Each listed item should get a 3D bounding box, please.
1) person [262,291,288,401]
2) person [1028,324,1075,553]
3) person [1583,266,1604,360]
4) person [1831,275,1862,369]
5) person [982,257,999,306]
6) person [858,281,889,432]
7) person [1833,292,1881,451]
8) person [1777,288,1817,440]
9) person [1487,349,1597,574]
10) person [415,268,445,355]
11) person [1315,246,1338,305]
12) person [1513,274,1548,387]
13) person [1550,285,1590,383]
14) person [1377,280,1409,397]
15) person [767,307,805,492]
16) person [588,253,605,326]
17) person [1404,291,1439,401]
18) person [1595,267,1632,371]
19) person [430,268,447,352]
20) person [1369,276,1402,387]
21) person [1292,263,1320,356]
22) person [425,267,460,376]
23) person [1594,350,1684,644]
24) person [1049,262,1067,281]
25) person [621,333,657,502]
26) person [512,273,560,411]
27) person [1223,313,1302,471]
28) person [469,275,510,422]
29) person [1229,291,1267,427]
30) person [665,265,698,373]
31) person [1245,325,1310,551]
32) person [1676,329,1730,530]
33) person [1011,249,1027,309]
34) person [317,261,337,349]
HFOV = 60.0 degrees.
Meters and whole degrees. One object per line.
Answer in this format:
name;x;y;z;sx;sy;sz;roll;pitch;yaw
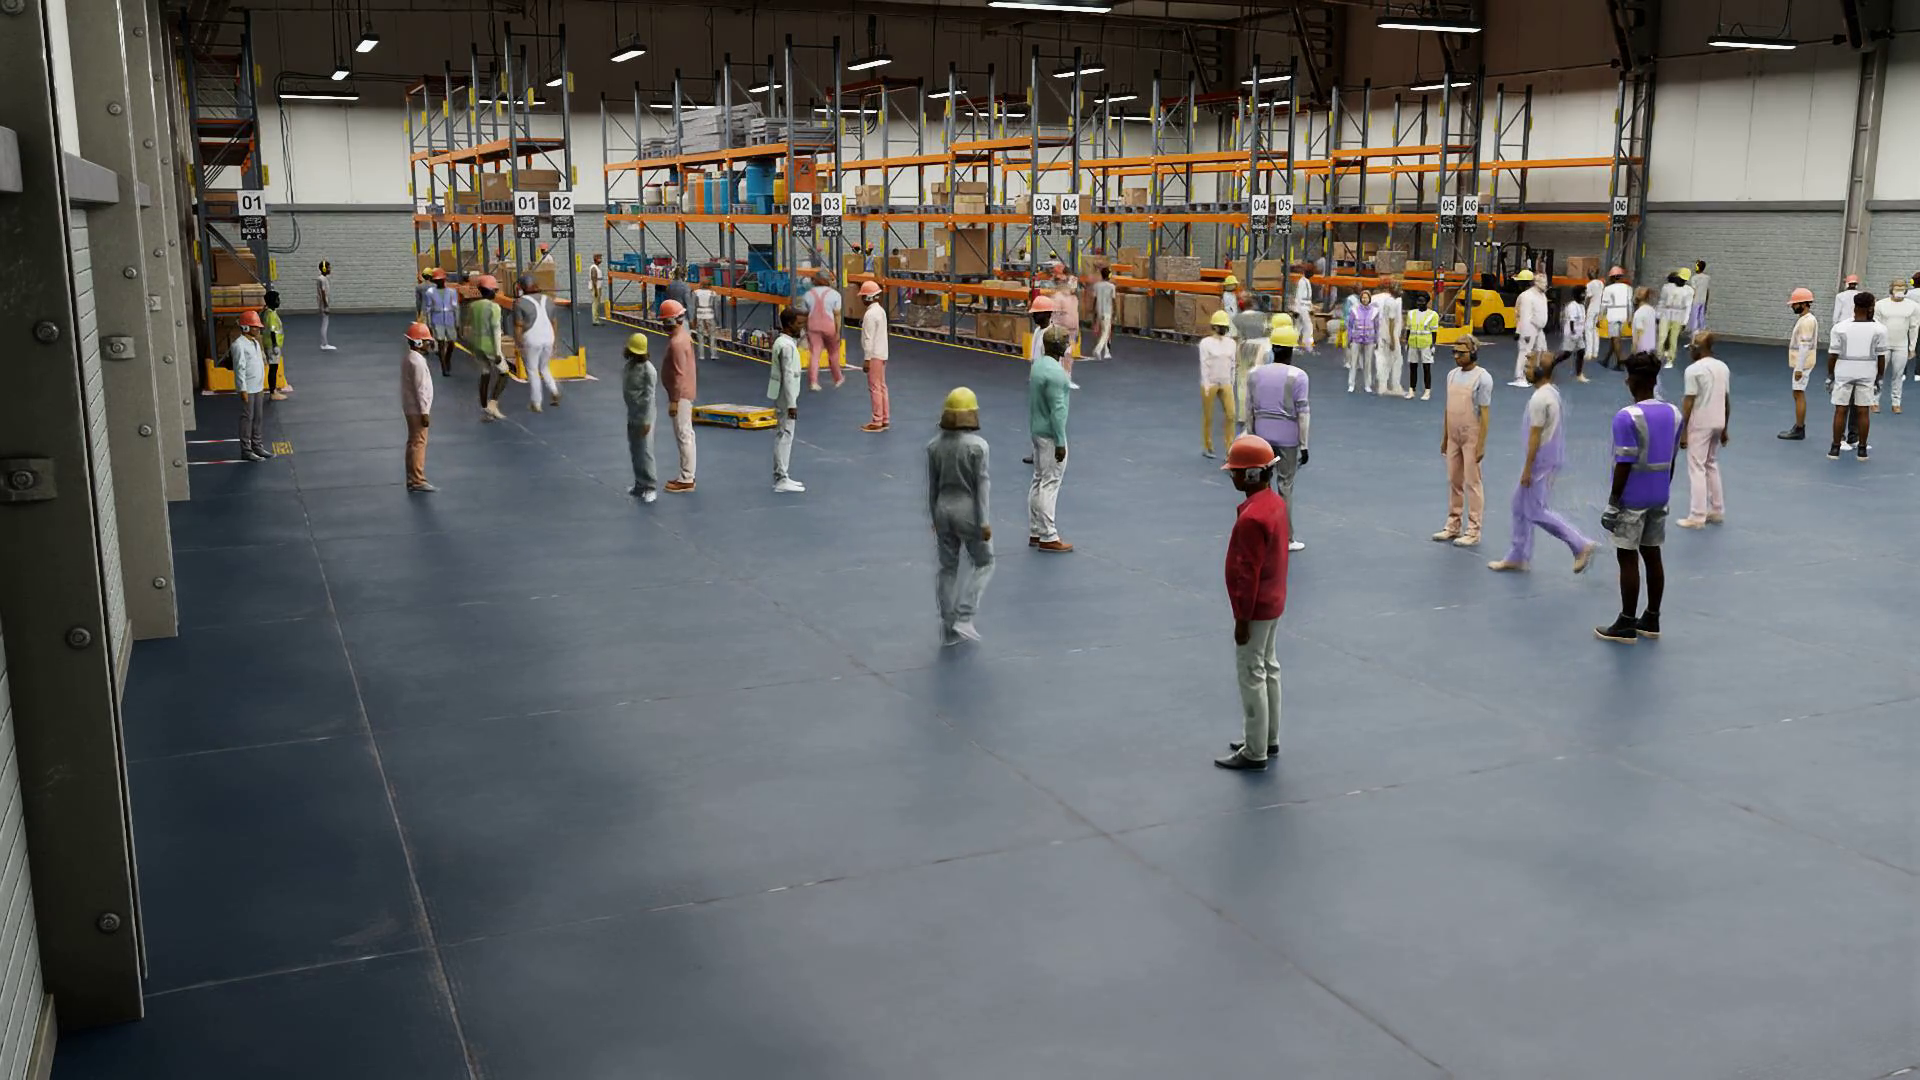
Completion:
person;-10.580;-2.991;25.629;0.320;1.690;0.535;-5;12;-25
person;0.769;-0.865;14.187;0.352;1.937;0.635;-3;11;-13
person;12.433;-4.464;32.723;0.512;1.843;0.331;-8;14;-36
person;16.293;-3.986;30.522;0.575;1.749;0.334;1;11;4
person;0.973;-8.130;51.343;0.528;1.850;0.665;-8;14;-36
person;-1.151;-2.428;22.028;0.411;1.987;0.607;3;11;13
person;10.940;-2.054;20.285;0.591;1.919;0.390;-4;12;-22
person;10.699;-2.240;21.228;0.390;1.924;0.549;5;12;24
person;4.644;-0.601;13.158;0.733;1.818;0.519;4;12;21
person;-10.804;-4.656;33.896;0.533;1.767;0.326;1;11;3
person;9.925;-6.997;45.089;0.679;2.000;0.851;-4;12;-19
person;9.476;-3.460;27.550;0.500;1.877;0.651;10;15;40
person;10.374;-3.510;28.295;0.536;1.673;0.709;-11;15;-44
person;6.851;-3.165;26.158;0.516;1.831;0.560;1;11;7
person;-1.811;-1.458;17.289;0.393;1.910;0.586;-2;11;-8
person;-9.315;-6.406;42.590;0.384;1.841;0.565;0;11;-2
person;7.106;-2.991;25.632;0.533;1.694;0.319;10;15;41
person;12.013;-4.075;30.620;0.563;1.884;0.968;-3;11;-13
person;-10.885;-4.787;34.630;0.304;1.740;0.485;2;11;10
person;6.985;-3.435;27.515;0.587;1.840;0.965;0;11;1
person;7.035;-4.648;33.598;0.794;1.851;0.595;4;12;19
person;-9.169;-3.864;29.471;0.560;1.918;0.499;-5;12;-25
person;4.558;-0.286;11.174;0.610;1.963;0.365;-6;13;-30
person;2.272;-5.516;38.310;0.584;1.740;0.381;-5;12;-22
person;-3.249;-1.236;16.683;0.394;1.696;0.669;-11;15;-43
person;-6.230;-2.905;24.296;0.543;2.000;0.702;9;14;39
person;3.369;-1.627;18.472;0.879;1.788;0.633;0;11;-1
person;-6.491;-2.637;22.974;0.601;2.024;0.443;7;13;30
person;3.872;-2.441;22.461;0.597;1.830;0.448;-5;12;-22
person;-5.028;-3.972;29.992;0.629;1.936;0.373;9;14;38
person;2.717;-0.862;14.203;0.593;1.926;0.366;9;14;38
person;6.795;-1.013;15.253;0.540;1.821;0.420;-6;13;-29
person;1.781;-7.728;49.430;0.590;1.811;0.985;-9;14;-38
person;-13.444;-4.963;35.228;0.320;1.861;0.514;-5;12;-23
